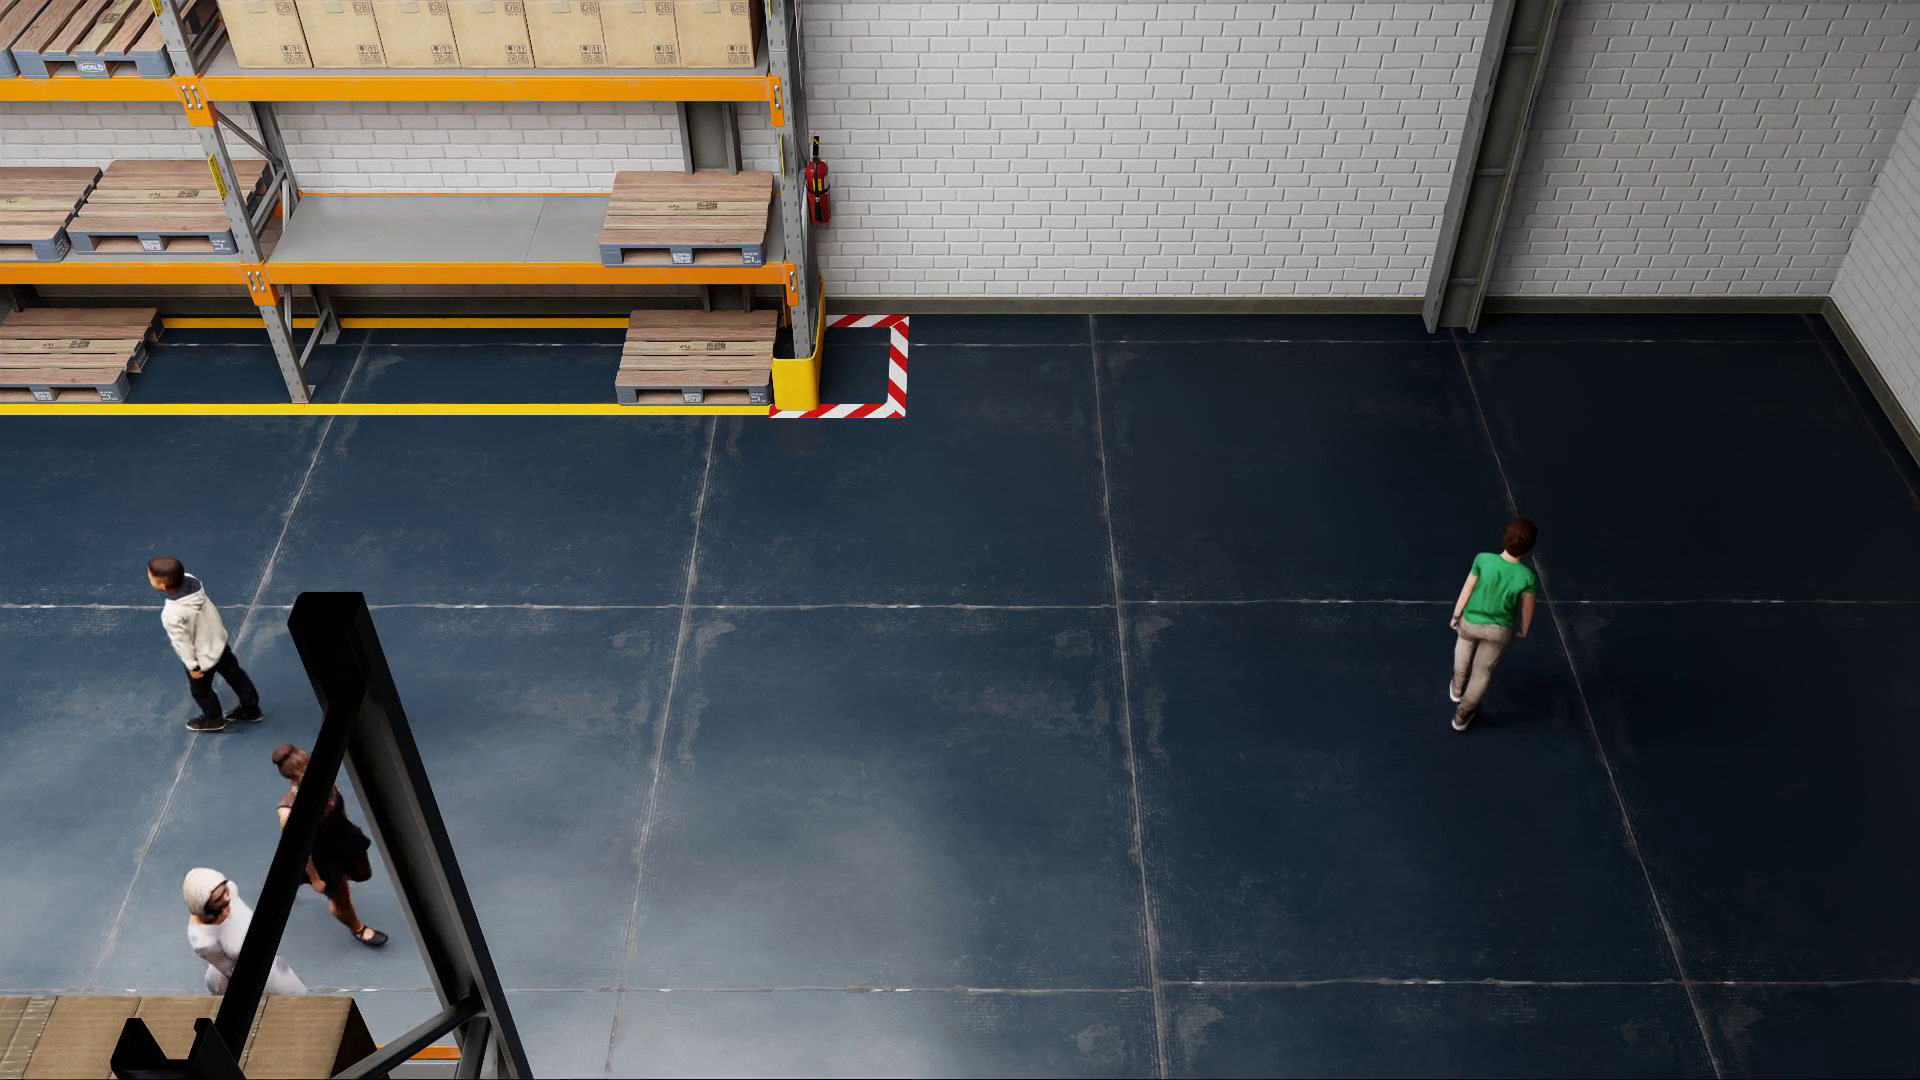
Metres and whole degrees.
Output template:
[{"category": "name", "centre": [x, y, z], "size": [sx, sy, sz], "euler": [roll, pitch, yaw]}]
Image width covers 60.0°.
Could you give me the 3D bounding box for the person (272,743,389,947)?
[{"category": "person", "centre": [-3.525, 1.646, 9.061], "size": [0.825, 1.668, 0.714], "euler": [16, 46, 16]}]

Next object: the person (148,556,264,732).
[{"category": "person", "centre": [-4.604, 0.652, 10.268], "size": [0.690, 1.443, 0.613], "euler": [2, 44, 2]}]

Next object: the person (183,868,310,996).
[{"category": "person", "centre": [-3.712, 2.202, 8.432], "size": [0.603, 1.732, 0.585], "euler": [3, 44, 3]}]

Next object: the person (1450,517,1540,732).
[{"category": "person", "centre": [3.224, 0.568, 10.216], "size": [0.762, 1.635, 0.815], "euler": [21, 47, 20]}]
